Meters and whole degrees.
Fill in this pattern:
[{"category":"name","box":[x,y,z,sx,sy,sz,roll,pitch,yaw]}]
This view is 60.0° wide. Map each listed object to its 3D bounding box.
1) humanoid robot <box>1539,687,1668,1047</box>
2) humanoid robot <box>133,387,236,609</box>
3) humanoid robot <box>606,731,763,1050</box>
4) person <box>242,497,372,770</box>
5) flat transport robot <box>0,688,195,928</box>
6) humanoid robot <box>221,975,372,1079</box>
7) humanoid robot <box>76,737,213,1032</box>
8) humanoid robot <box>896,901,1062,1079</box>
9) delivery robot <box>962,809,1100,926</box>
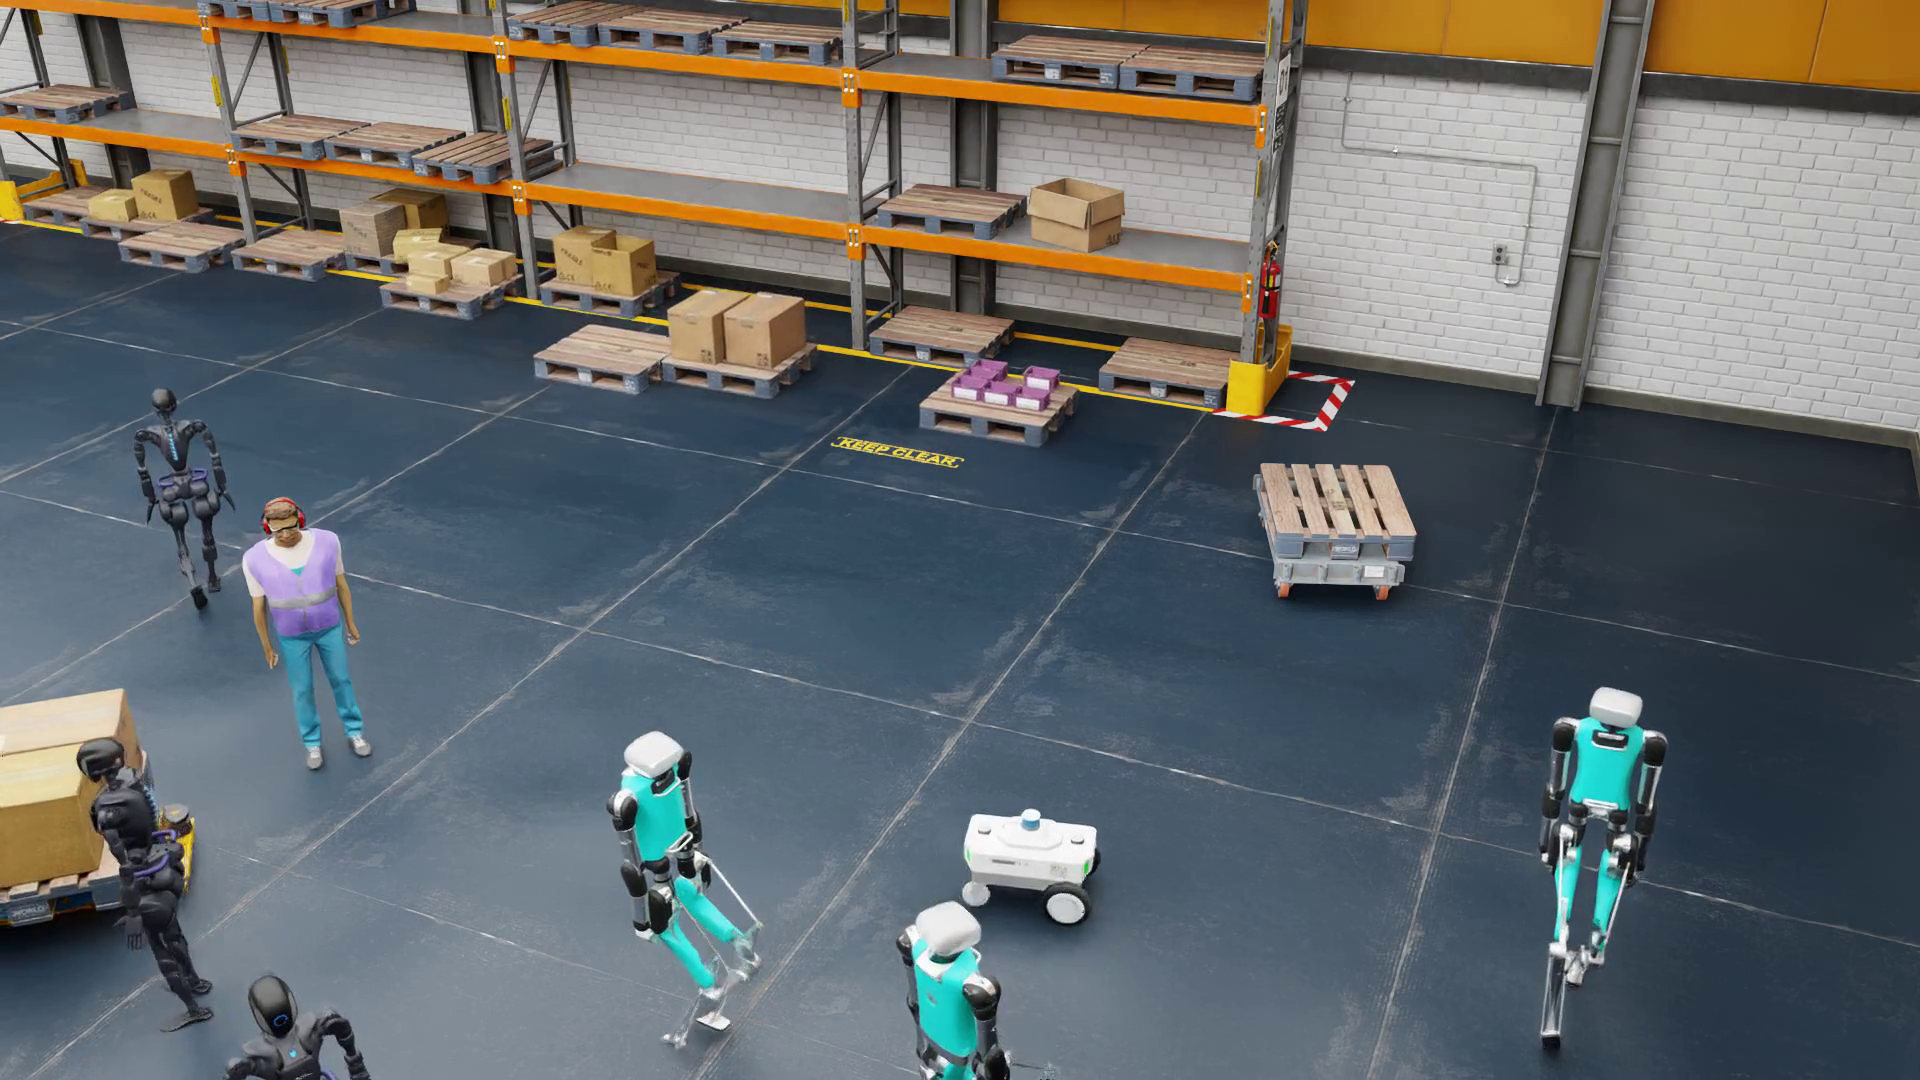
[{"category":"humanoid robot","box":[3.050,1.680,8.086,0.554,1.757,0.968,10,29,18]},{"category":"humanoid robot","box":[-5.573,-0.305,12.002,0.605,1.632,0.597,-13,30,-23]},{"category":"humanoid robot","box":[-1.225,1.761,7.929,0.709,1.813,0.542,13,30,24]},{"category":"person","box":[-3.992,0.548,10.171,0.566,1.831,0.400,-15,31,-27]},{"category":"flat transport robot","box":[-5.087,1.866,9.314,1.431,0.231,0.659,-9,29,-17]},{"category":"humanoid robot","box":[-2.606,2.417,6.751,0.603,1.630,0.776,-23,35,-37]},{"category":"humanoid robot","box":[-3.981,1.677,8.153,0.336,1.645,0.610,-6,28,-11]},{"category":"humanoid robot","box":[0.134,2.178,7.069,0.774,1.730,0.530,-23,35,-37]},{"category":"delivery robot","box":[0.402,1.763,9.200,0.789,0.593,0.499,5,28,9]}]
